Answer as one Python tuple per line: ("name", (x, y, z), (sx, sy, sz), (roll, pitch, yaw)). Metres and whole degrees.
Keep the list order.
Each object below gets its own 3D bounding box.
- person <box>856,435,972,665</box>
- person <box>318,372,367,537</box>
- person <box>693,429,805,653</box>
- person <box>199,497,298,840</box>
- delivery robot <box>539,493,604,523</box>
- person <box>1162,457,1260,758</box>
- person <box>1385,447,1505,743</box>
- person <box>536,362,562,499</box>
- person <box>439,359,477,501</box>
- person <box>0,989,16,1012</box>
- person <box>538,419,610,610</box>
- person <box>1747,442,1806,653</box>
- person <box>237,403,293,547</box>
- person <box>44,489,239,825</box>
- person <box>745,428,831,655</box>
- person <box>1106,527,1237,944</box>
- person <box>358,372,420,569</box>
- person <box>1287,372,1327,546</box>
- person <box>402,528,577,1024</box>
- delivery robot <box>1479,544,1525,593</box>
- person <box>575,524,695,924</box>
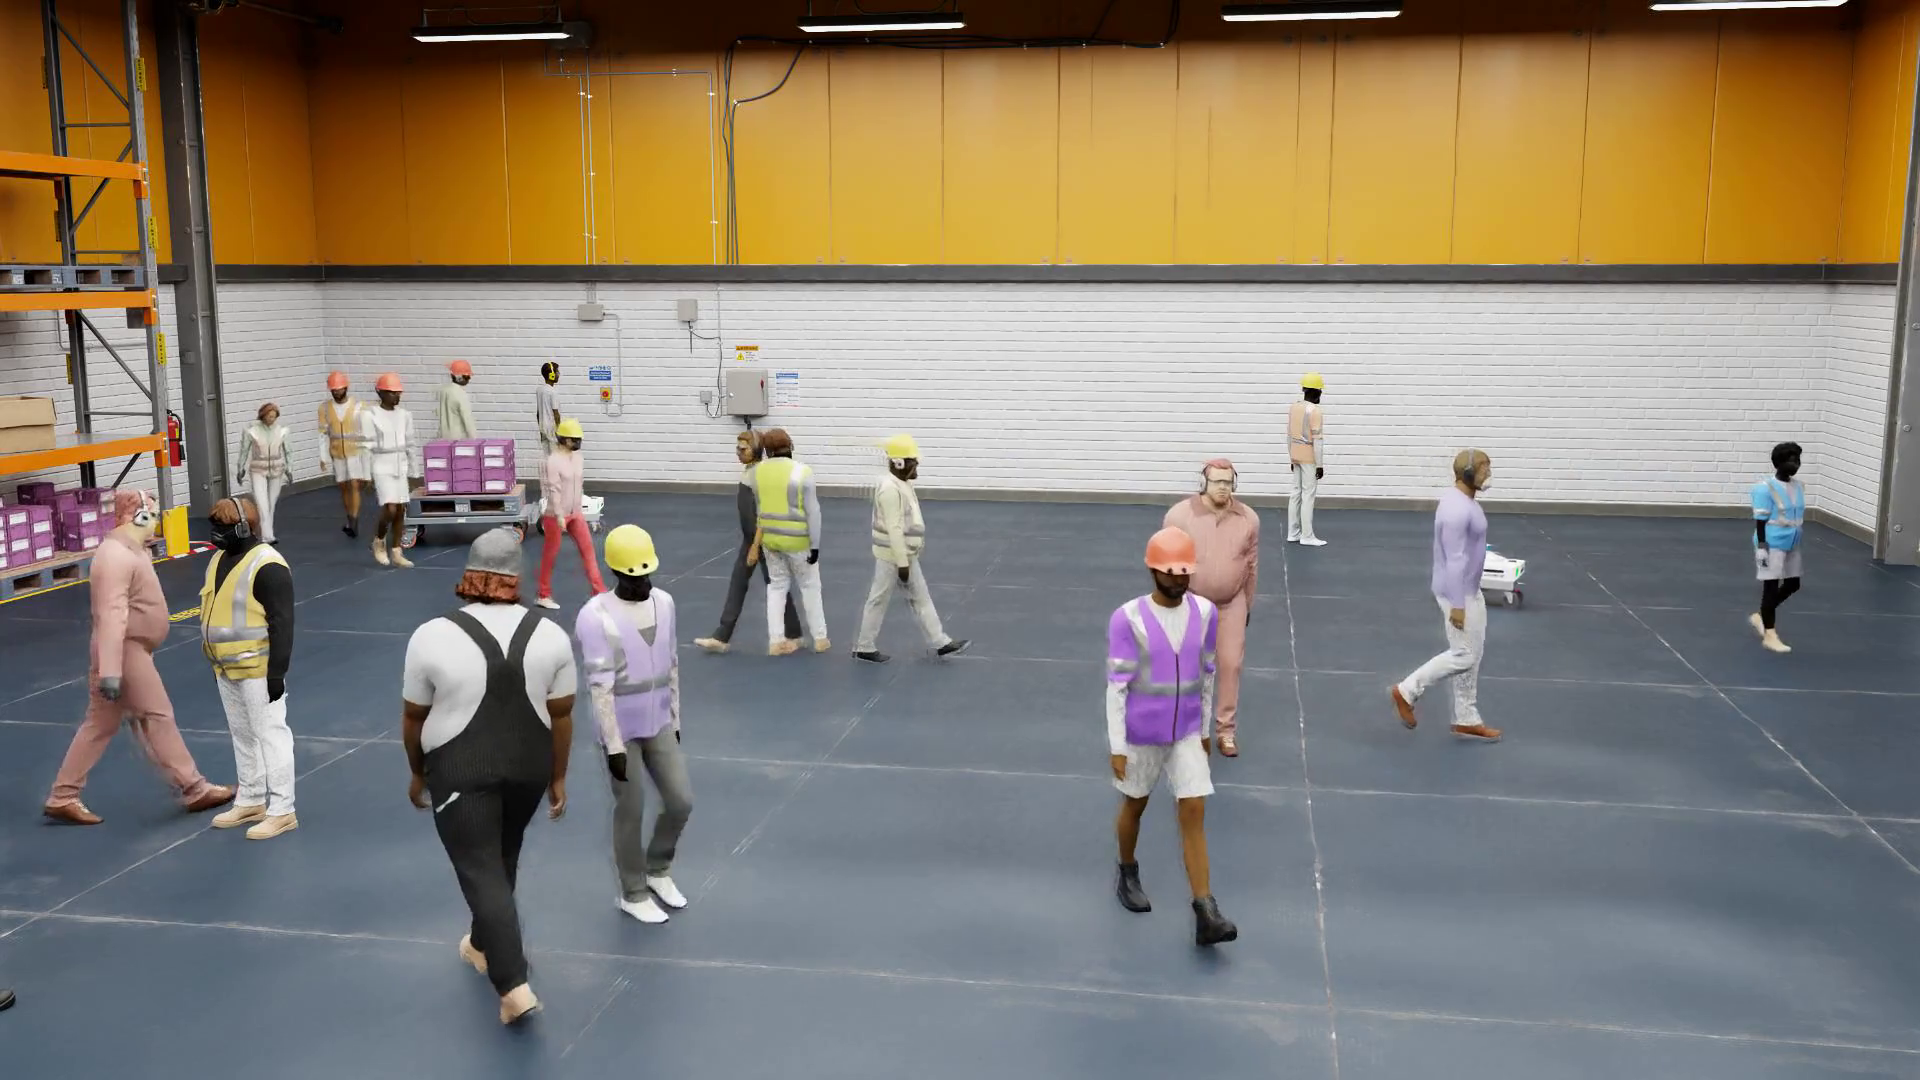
("person", (-0.388, 0.094, 12.753), (0.928, 1.785, 0.621), (2, 9, 10))
("person", (-7.075, -0.976, 19.102), (0.565, 1.882, 0.978), (-1, 9, -6))
("person", (-1.654, 0.022, 13.205), (0.896, 1.801, 0.519), (-5, 11, -29))
("person", (-3.838, 0.682, 8.951), (0.632, 1.842, 0.429), (7, 11, 37))
("delivery robot", (-4.485, -0.377, 19.214), (0.707, 0.478, 0.477), (-1, 9, -4))
("person", (1.590, 0.391, 10.650), (0.642, 1.881, 0.760), (0, 9, -2))
("person", (3.178, 0.354, 10.725), (0.660, 1.925, 0.643), (4, 10, 24))
("person", (-5.317, -1.379, 21.688), (0.325, 1.861, 0.524), (-9, 13, -43))
("person", (-6.099, -1.245, 20.535), (0.784, 1.959, 0.627), (-8, 12, -39))
("person", (-4.171, 0.992, 6.757), (0.542, 1.930, 0.366), (7, 12, 38))
("person", (-3.452, -0.209, 14.850), (0.875, 1.728, 0.545), (5, 10, 27))
("person", (6.587, 0.042, 13.399), (0.556, 1.695, 0.474), (-4, 10, -24))
("person", (-7.666, -0.715, 18.390), (0.564, 1.580, 0.859), (-7, 12, -37))
("person", (-4.610, 0.648, 9.193), (1.002, 1.843, 0.705), (-4, 10, -25))
("person", (-1.321, 0.011, 13.225), (0.649, 1.811, 0.653), (4, 10, 25))
("person", (0.948, 0.878, 7.599), (0.579, 1.880, 0.977), (-3, 10, -16))
("person", (-5.776, -0.696, 16.935), (0.422, 2.024, 0.631), (6, 11, 33))
("person", (3.872, -0.900, 18.504), (0.374, 1.925, 0.595), (-3, 10, -21))
("person", (-1.920, 0.918, 6.875), (0.681, 2.000, 1.012), (-7, 11, -36))
("delivery robot", (4.765, 0.276, 15.164), (0.707, 0.478, 0.477), (4, 10, 26))
("person", (-1.480, 0.860, 7.668), (0.436, 1.898, 0.594), (7, 12, 38))
